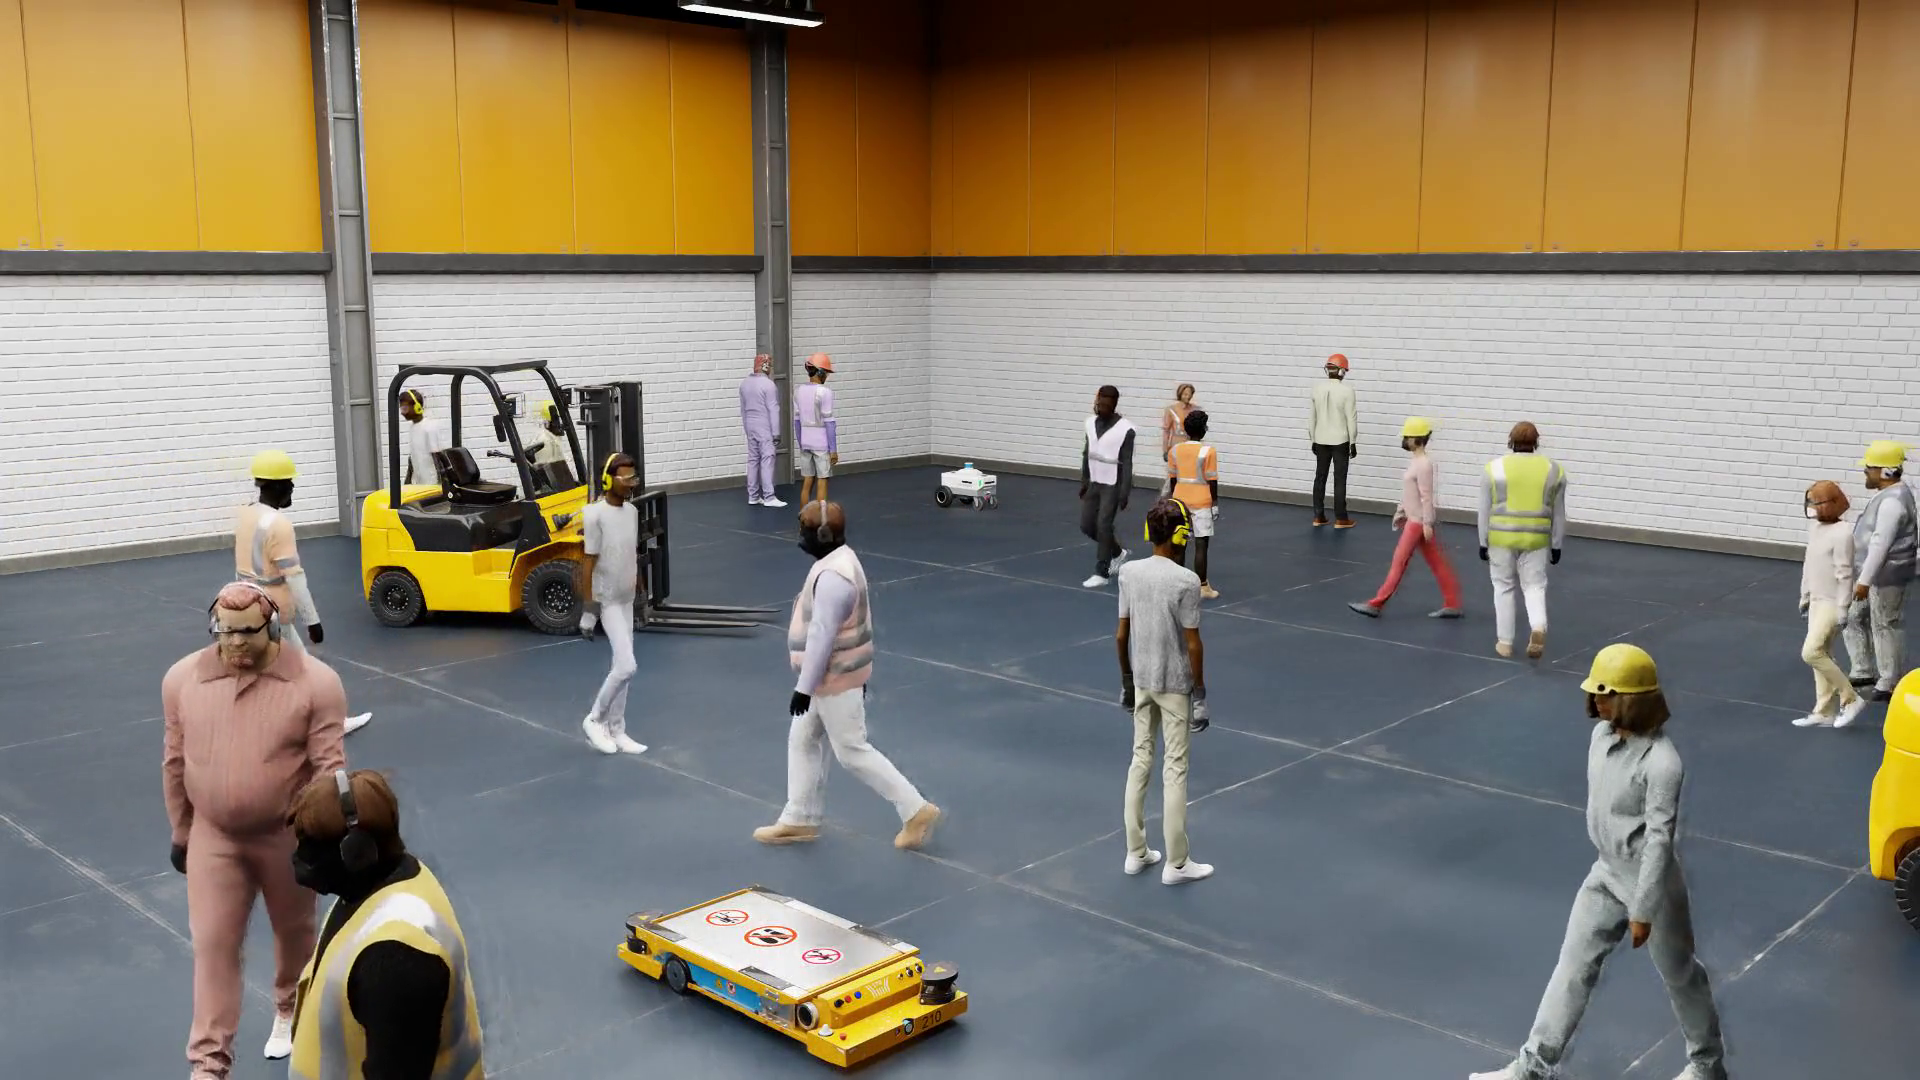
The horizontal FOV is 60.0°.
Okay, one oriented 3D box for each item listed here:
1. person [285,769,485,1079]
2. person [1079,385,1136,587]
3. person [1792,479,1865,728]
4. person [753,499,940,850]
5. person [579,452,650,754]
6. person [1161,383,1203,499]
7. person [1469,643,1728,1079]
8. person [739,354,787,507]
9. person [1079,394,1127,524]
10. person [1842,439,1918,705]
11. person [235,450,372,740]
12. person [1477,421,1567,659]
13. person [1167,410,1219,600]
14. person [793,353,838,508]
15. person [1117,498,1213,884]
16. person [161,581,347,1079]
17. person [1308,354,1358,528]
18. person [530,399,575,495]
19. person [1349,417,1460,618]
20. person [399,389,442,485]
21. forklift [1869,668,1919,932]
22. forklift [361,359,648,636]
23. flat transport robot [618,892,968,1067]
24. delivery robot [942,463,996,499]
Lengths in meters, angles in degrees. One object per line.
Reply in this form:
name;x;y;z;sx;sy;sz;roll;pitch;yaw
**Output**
person;-1.293;1.411;3.932;0.527;1.821;0.625;-4;10;-23
person;1.391;-0.504;15.442;0.491;1.894;0.635;-8;12;-39
person;5.518;0.421;10.609;0.367;1.618;0.526;1;9;6
person;-0.578;0.688;8.430;0.888;1.809;0.623;-1;9;-7
person;-2.051;0.398;10.060;0.383;1.847;0.565;4;10;21
person;2.623;-1.068;19.734;0.527;1.616;0.656;-3;10;-16
person;2.302;1.178;5.755;0.958;1.678;0.496;-2;9;-12
person;-2.439;-1.358;20.669;0.639;1.903;0.407;9;13;44
person;1.577;-0.832;18.336;0.528;1.594;0.789;2;10;14
person;6.167;0.221;11.256;0.567;1.810;0.590;4;10;25
person;-4.041;0.397;9.971;0.976;1.871;0.615;-8;12;-41
person;4.213;0.018;12.491;0.631;1.821;0.645;1;9;9
person;2.096;-0.313;14.882;0.531;1.697;0.320;9;13;44
person;-1.553;-1.035;18.280;0.605;2.035;0.390;9;13;44
person;0.984;0.722;8.030;0.521;1.865;0.328;9;13;44
person;-2.522;1.071;5.912;0.654;1.850;0.997;-2;9;-10
person;4.277;-1.131;19.014;0.611;1.986;0.392;9;13;44
person;-3.810;-0.427;15.372;0.929;1.774;0.622;0;9;-3
person;3.799;-0.176;13.979;0.933;1.710;0.537;2;9;11
person;-5.078;-0.498;15.649;0.800;1.811;0.677;-7;11;-36
forklift;5.205;0.723;7.013;2.313;2.155;1.214;9;13;43
forklift;-3.850;-0.407;13.936;2.313;2.155;1.214;2;9;11
flat transport robot;-0.708;1.722;6.767;1.431;0.197;0.652;9;13;43
delivery robot;0.111;-0.710;20.525;0.707;0.478;0.477;9;13;43
